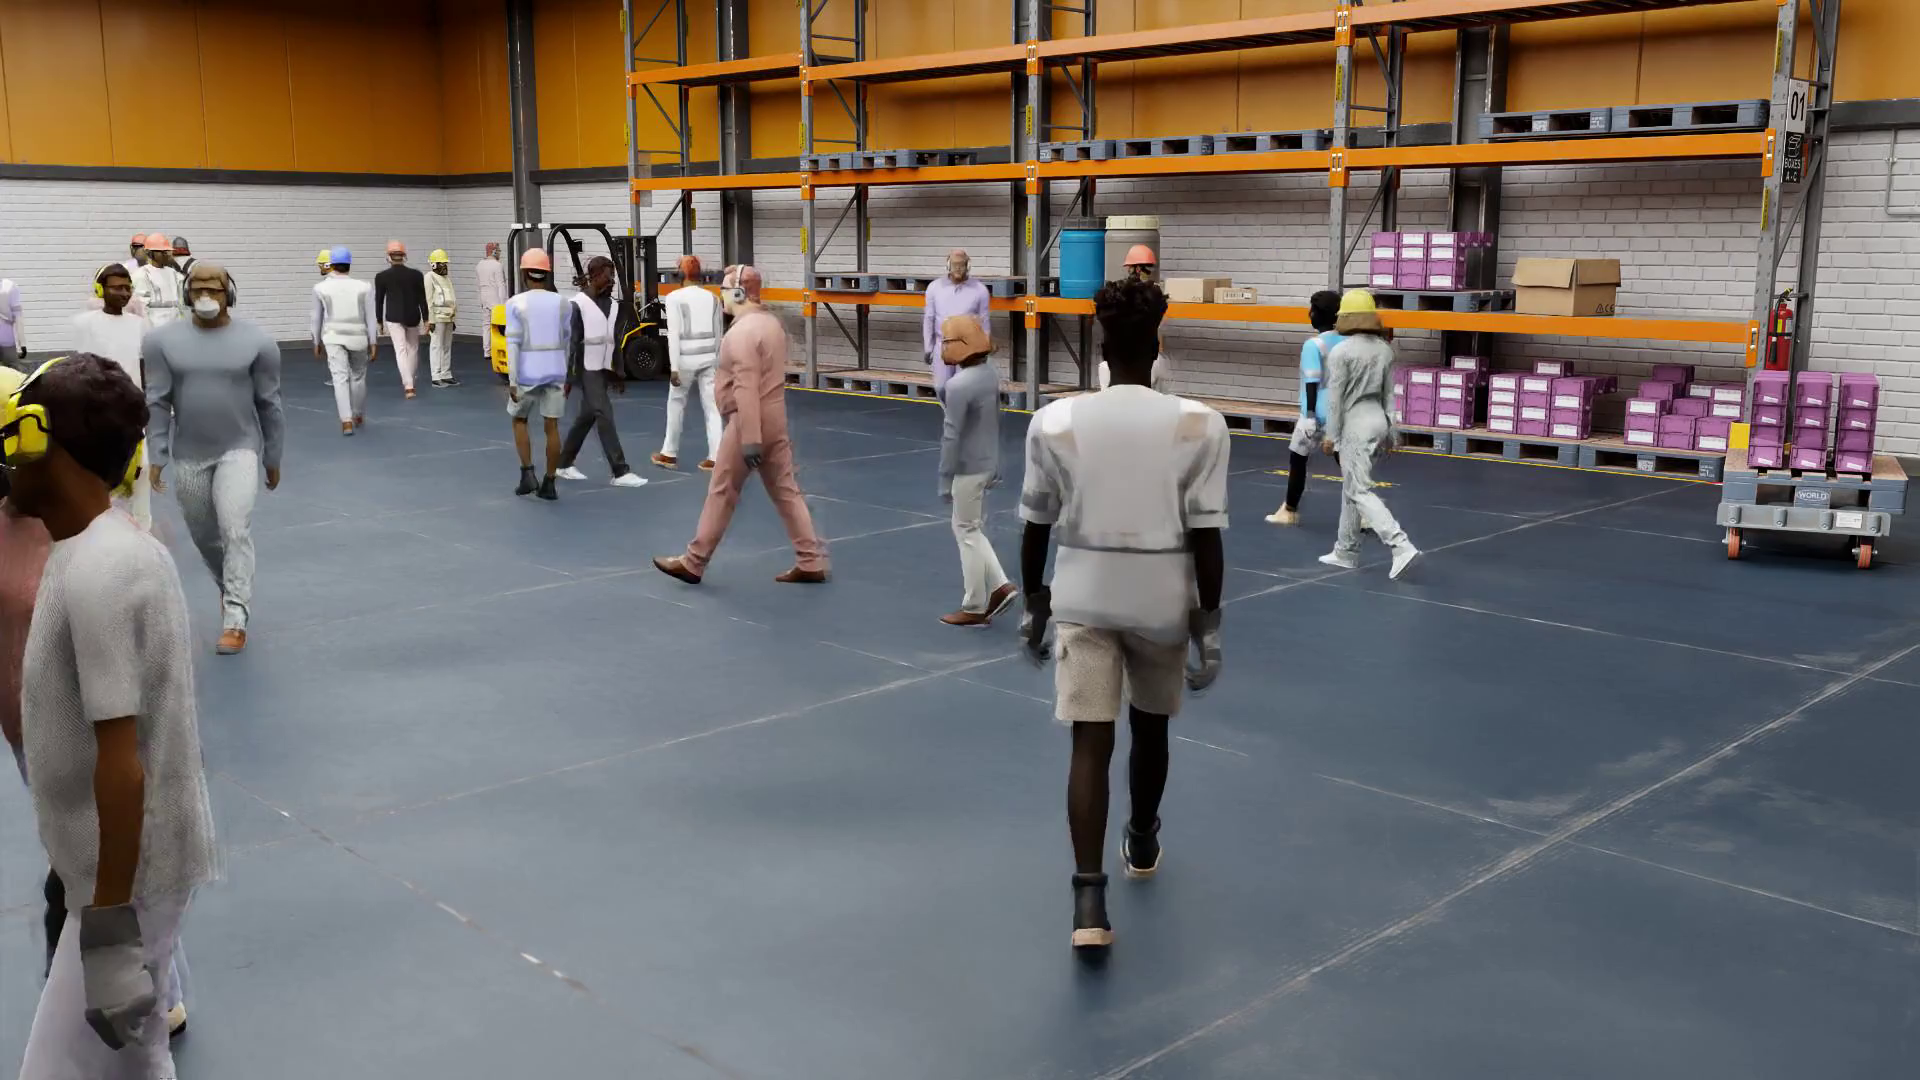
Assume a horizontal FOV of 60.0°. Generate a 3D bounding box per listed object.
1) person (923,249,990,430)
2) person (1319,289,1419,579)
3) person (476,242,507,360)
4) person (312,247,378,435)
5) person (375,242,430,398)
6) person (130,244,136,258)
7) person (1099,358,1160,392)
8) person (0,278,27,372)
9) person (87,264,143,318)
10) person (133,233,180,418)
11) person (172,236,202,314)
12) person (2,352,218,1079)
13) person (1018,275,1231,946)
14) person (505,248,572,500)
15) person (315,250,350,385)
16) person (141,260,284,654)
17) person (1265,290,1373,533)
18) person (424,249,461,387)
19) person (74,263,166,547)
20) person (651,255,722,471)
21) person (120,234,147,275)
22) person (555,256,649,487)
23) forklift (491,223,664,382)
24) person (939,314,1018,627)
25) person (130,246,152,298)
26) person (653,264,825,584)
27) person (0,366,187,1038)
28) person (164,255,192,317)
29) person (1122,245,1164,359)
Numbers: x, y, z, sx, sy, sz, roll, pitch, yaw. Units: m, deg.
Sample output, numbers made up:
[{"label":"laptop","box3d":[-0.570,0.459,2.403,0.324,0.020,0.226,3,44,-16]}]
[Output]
[{"label":"person","box3d":[-0.025,-1.899,16.290,0.659,1.892,0.619,1,10,7]},{"label":"person","box3d":[2.461,-0.633,9.893,0.484,1.710,0.767,-8,13,-37]},{"label":"person","box3d":[-7.558,-3.873,27.037,0.651,1.904,0.403,9,13,39]},{"label":"person","box3d":[-6.323,-2.047,17.107,0.626,1.892,1.024,-4,11,-22]},{"label":"person","box3d":[-7.043,-2.777,20.988,0.629,1.923,1.065,-5,12,-26]},{"label":"person","box3d":[-13.310,-3.881,27.017,0.605,1.924,0.385,-6,12,-30]},{"label":"person","box3d":[1.032,-0.604,10.079,0.499,1.585,0.883,-7,12,-32]},{"label":"person","box3d":[-10.044,-2.089,17.318,0.604,1.895,0.420,-3,11,-16]},{"label":"person","box3d":[-8.792,-2.003,17.340,0.535,1.720,0.904,-8,13,-37]},{"label":"person","box3d":[-8.864,-2.382,18.527,0.374,2.043,0.611,2,11,12]},{"label":"person","box3d":[-11.870,-3.655,25.473,0.691,2.000,0.756,-4,11,-19]},{"label":"person","box3d":[-1.431,0.612,2.818,0.375,1.833,0.634,-4,11,-20]},{"label":"person","box3d":[0.467,0.188,4.876,0.620,1.918,1.008,2,11,9]},{"label":"person","box3d":[-3.235,-1.267,12.777,0.546,1.917,0.473,-7,12,-32]},{"label":"person","box3d":[-8.520,-3.019,22.605,0.403,1.826,0.591,-2,11,-10]},{"label":"person","box3d":[-3.700,-0.439,8.325,0.629,1.915,0.918,-3,11,-14]},{"label":"person","box3d":[2.518,-0.875,11.359,0.535,1.659,0.844,-9,14,-40]},{"label":"person","box3d":[-6.945,-2.968,22.294,0.404,1.831,0.600,2,11,12]},{"label":"person","box3d":[-5.485,-0.856,10.744,0.706,1.851,0.536,6,12,31]},{"label":"person","box3d":[-2.356,-1.525,14.383,0.892,1.841,0.601,10,14,43]},{"label":"person","box3d":[-11.698,-3.364,23.888,0.614,2.038,0.395,-3,11,-14]},{"label":"person","box3d":[-2.983,-1.376,13.575,1.010,1.860,0.617,4,11,22]},{"label":"forklift","box3d":[-5.316,-3.263,22.920,2.313,2.155,1.214,-10,14,-44]},{"label":"person","box3d":[0.046,-0.344,8.545,0.350,1.618,0.528,5,11,24]},{"label":"person","box3d":[-9.517,-2.467,19.389,0.966,1.905,0.643,-1,10,-5]},{"label":"person","box3d":[-1.253,-0.651,9.610,1.011,1.850,0.673,2,11,13]},{"label":"person","box3d":[-2.094,0.479,3.775,0.526,1.731,0.824,3,11,17]},{"label":"person","box3d":[-9.753,-2.651,20.615,0.632,1.824,0.722,4,11,19]},{"label":"person","box3d":[1.611,-1.662,14.894,0.378,1.933,0.551,6,12,28]}]
